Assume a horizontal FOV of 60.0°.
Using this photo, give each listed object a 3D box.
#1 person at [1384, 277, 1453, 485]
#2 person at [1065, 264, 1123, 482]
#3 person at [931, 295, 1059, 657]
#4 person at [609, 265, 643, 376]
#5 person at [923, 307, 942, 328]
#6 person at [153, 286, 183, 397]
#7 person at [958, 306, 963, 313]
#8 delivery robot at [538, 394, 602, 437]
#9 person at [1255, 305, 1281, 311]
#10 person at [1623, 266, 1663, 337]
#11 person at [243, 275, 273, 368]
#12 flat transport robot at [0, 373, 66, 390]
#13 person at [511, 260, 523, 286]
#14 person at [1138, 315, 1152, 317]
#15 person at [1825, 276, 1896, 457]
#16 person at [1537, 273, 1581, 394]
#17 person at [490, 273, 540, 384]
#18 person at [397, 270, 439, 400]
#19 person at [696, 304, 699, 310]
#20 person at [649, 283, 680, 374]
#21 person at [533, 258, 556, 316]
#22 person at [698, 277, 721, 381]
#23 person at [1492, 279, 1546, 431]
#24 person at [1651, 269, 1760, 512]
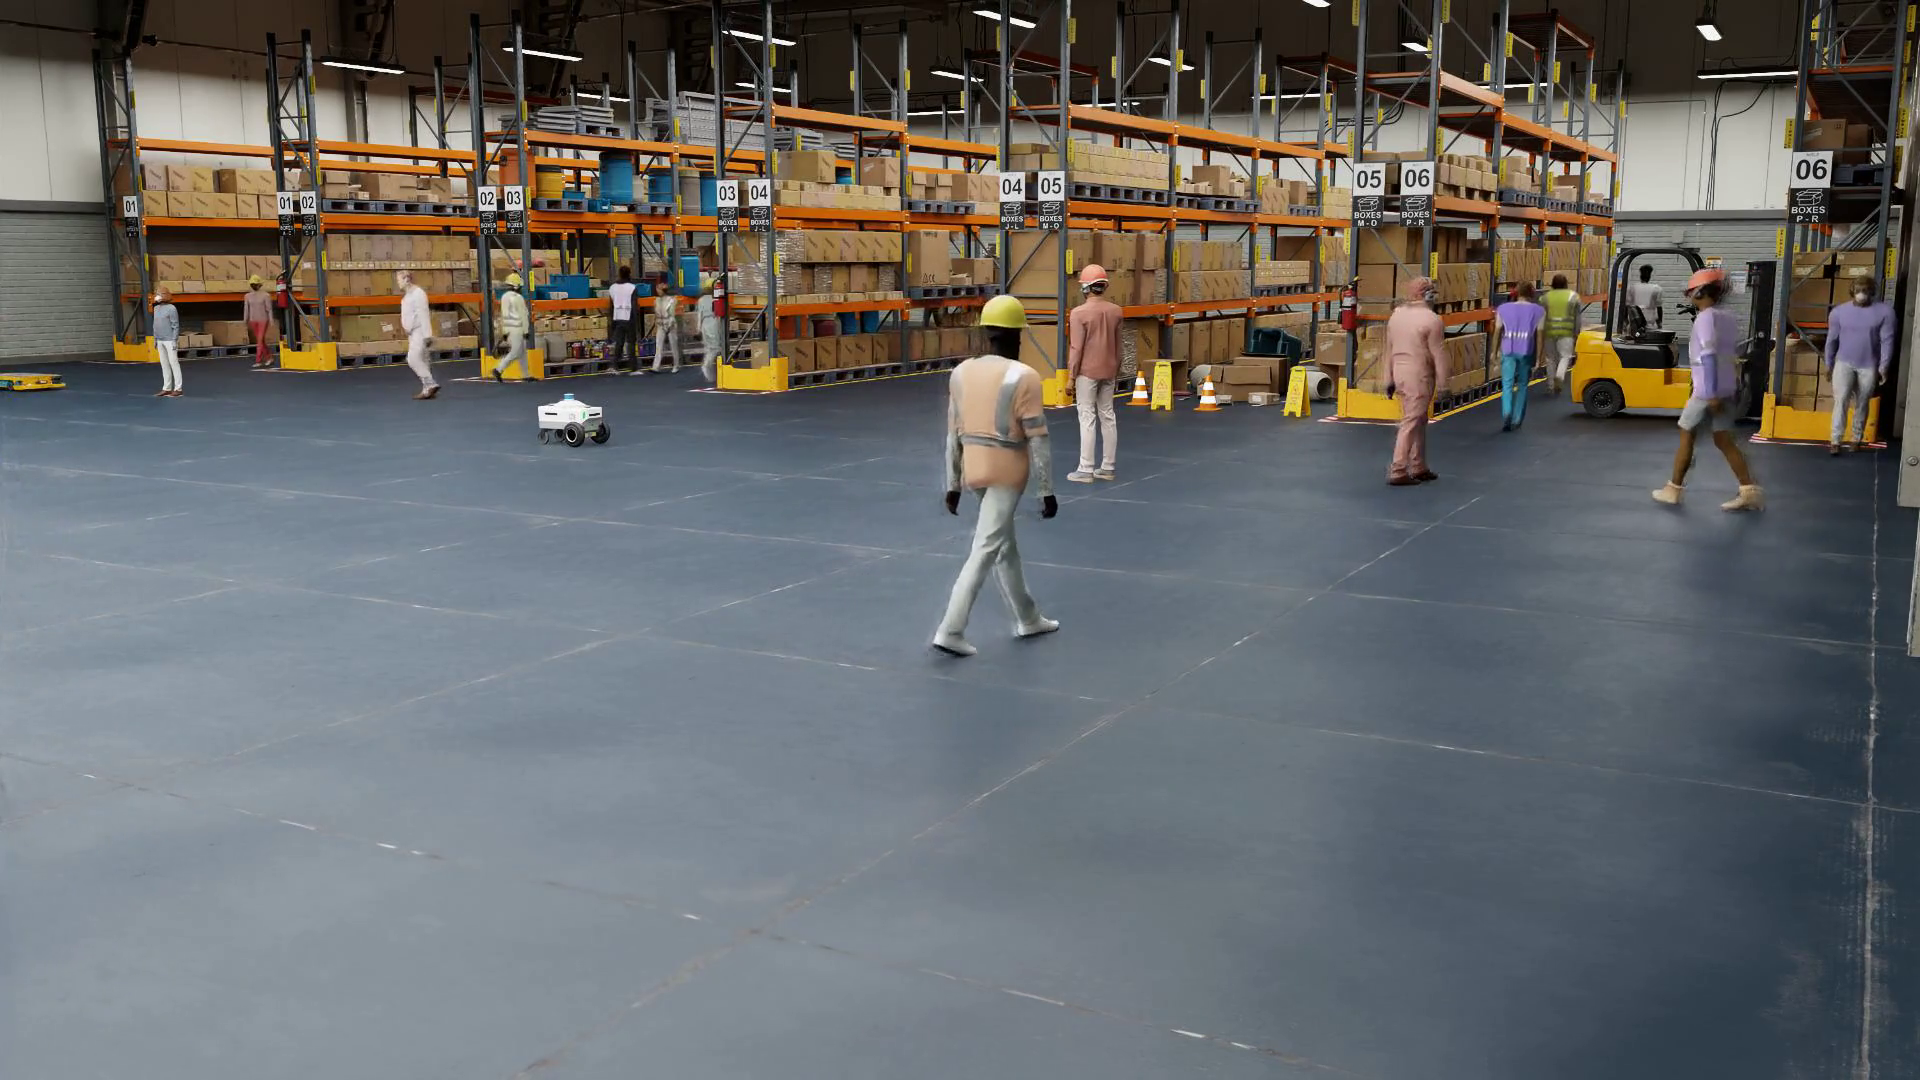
[{"bbox_3d":[4.235,-1.434,15.096,0.793,1.874,0.667,-4,11,-23],"label":"person"},{"bbox_3d":[1.230,-1.526,15.309,0.609,1.995,0.378,-7,12,-36],"label":"person"},{"bbox_3d":[0.190,-0.340,8.732,1.011,1.881,0.600,-9,13,-43],"label":"person"},{"bbox_3d":[-5.820,-3.810,28.921,0.598,1.920,0.379,5,11,26],"label":"person"},{"bbox_3d":[-0.613,-5.409,38.591,0.518,1.816,0.908,6,11,30],"label":"person"},{"bbox_3d":[-11.734,-2.929,24.576,0.505,1.633,0.279,5,11,28],"label":"person"},{"bbox_3d":[0.110,-6.156,42.782,1.011,1.885,0.648,9,13,42],"label":"person"},{"bbox_3d":[-4.297,-1.367,18.315,0.707,0.478,0.477,5,11,28],"label":"delivery robot"},{"bbox_3d":[6.789,-5.113,36.767,0.540,1.844,0.694,5,11,28],"label":"person"},{"bbox_3d":[11.943,-3.834,29.076,0.634,1.910,1.022,5,11,26],"label":"person"},{"bbox_3d":[-13.159,-4.119,31.266,0.533,1.730,0.859,1,10,8],"label":"person"},{"bbox_3d":[-14.712,-2.482,25.947,1.431,0.197,0.652,5,11,28],"label":"flat transport robot"},{"bbox_3d":[-8.565,-4.461,32.492,0.619,1.994,0.381,5,11,28],"label":"person"},{"bbox_3d":[3.593,-4.331,32.678,0.527,1.668,0.811,6,11,31],"label":"person"},{"bbox_3d":[9.348,-1.804,17.321,0.633,1.882,1.004,5,11,29],"label":"person"},{"bbox_3d":[8.902,-3.061,24.789,0.640,1.825,0.651,5,11,29],"label":"person"},{"bbox_3d":[-7.263,-3.426,27.002,0.825,1.810,0.594,-7,12,-36],"label":"person"},{"bbox_3d":[-7.818,-2.945,23.963,0.477,1.875,0.668,-6,12,-33],"label":"person"},{"bbox_3d":[-6.947,-6.447,44.628,0.623,1.818,0.430,4,11,23],"label":"person"},{"bbox_3d":[-5.207,-3.712,29.281,0.505,1.582,0.874,4,10,21],"label":"person"},{"bbox_3d":[-9.511,-5.402,37.930,0.615,2.013,0.765,6,11,31],"label":"person"},{"bbox_3d":[-4.131,-3.451,27.375,0.492,1.729,0.577,4,11,24],"label":"person"},{"bbox_3d":[6.681,-2.215,19.903,0.588,1.813,0.887,3,10,16],"label":"person"},{"bbox_3d":[6.180,-1.221,13.634,0.629,1.980,0.884,-8,13,-39],"label":"person"}]
